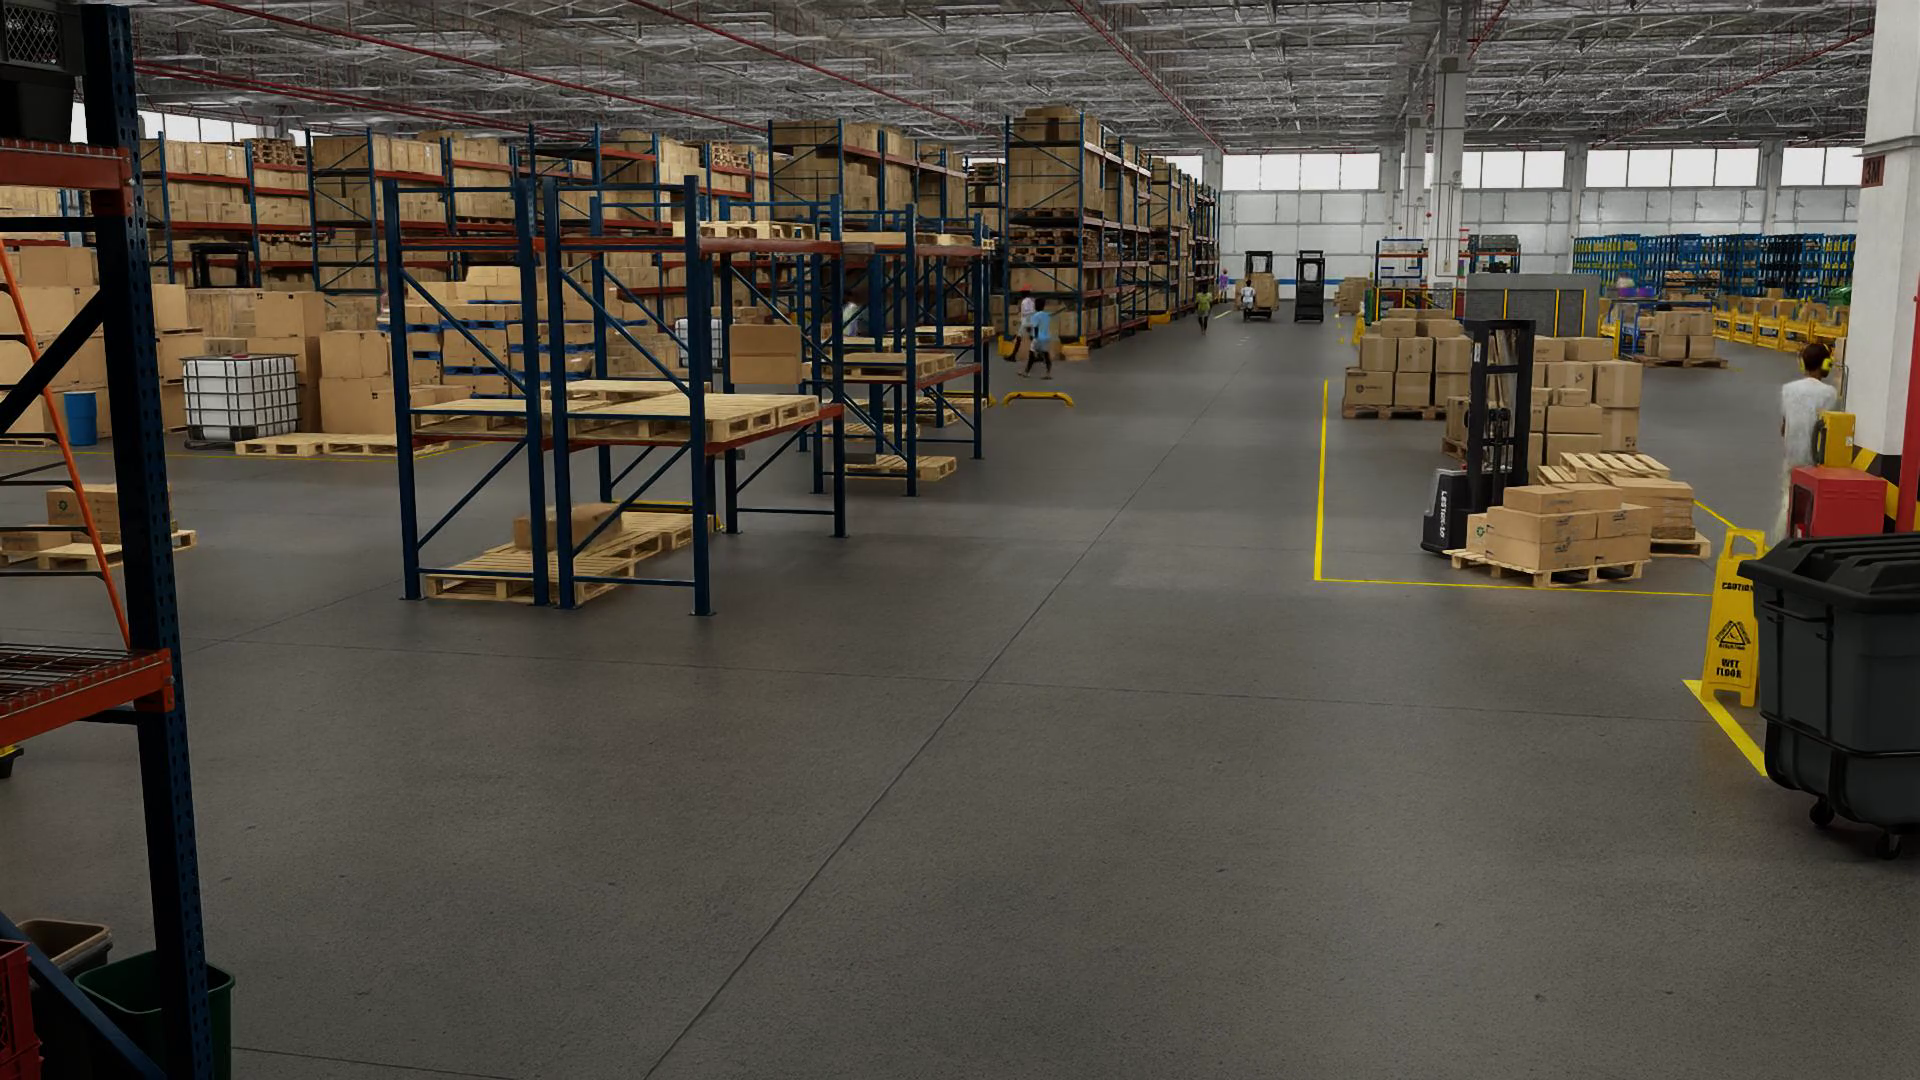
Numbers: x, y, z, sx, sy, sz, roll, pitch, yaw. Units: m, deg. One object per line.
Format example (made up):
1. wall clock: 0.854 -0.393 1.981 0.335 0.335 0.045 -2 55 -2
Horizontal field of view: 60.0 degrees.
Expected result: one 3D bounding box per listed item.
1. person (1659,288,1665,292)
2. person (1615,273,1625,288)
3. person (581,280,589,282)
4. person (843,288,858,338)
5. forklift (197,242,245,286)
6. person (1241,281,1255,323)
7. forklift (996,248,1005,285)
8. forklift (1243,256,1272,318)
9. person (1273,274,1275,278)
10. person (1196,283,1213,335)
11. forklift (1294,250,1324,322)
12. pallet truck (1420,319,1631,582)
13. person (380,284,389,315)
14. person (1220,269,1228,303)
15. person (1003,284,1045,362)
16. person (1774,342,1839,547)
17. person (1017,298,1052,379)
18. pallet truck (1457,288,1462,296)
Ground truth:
1. person: 37.468 -13.295 88.260 0.932 1.758 0.631 -2 10 -13
2. person: 29.266 -10.948 74.041 0.818 1.866 0.681 6 11 30
3. person: -9.448 -5.653 42.412 0.605 1.953 0.626 7 12 36
4. person: -2.234 -4.150 33.704 0.766 1.901 0.597 -9 13 -41
5. forklift: -15.618 -4.919 35.336 1.129 2.768 1.873 -4 10 -21
6. person: 11.235 -9.288 64.850 0.543 1.652 0.875 2 10 12
7. forklift: 1.636 -7.965 53.370 1.129 2.768 1.873 2 10 12
8. forklift: 12.545 -10.739 69.795 1.129 2.768 1.873 2 10 12
9. person: 16.883 -13.498 89.624 0.887 1.702 0.496 8 13 40
10. person: 8.040 -7.613 54.789 0.550 1.685 0.371 3 10 16
11. forklift: 13.778 -10.002 65.433 1.129 2.768 1.873 2 10 12
12. pallet truck: 4.543 -0.757 13.299 0.823 1.965 1.885 -4 10 -22
13. person: -14.659 -5.750 43.199 0.797 1.877 0.654 1 10 8
14. person: 14.966 -14.380 94.149 0.551 1.934 0.373 8 13 40
15. person: 1.589 -5.221 40.122 0.985 1.886 0.545 3 10 17
16. person: 6.594 -0.600 12.851 0.861 1.834 0.499 -6 11 -31
17. person: 1.577 -4.169 34.461 0.822 1.657 0.555 7 12 35
18. pallet truck: 20.506 -9.785 68.819 0.653 1.274 1.630 2 10 12
